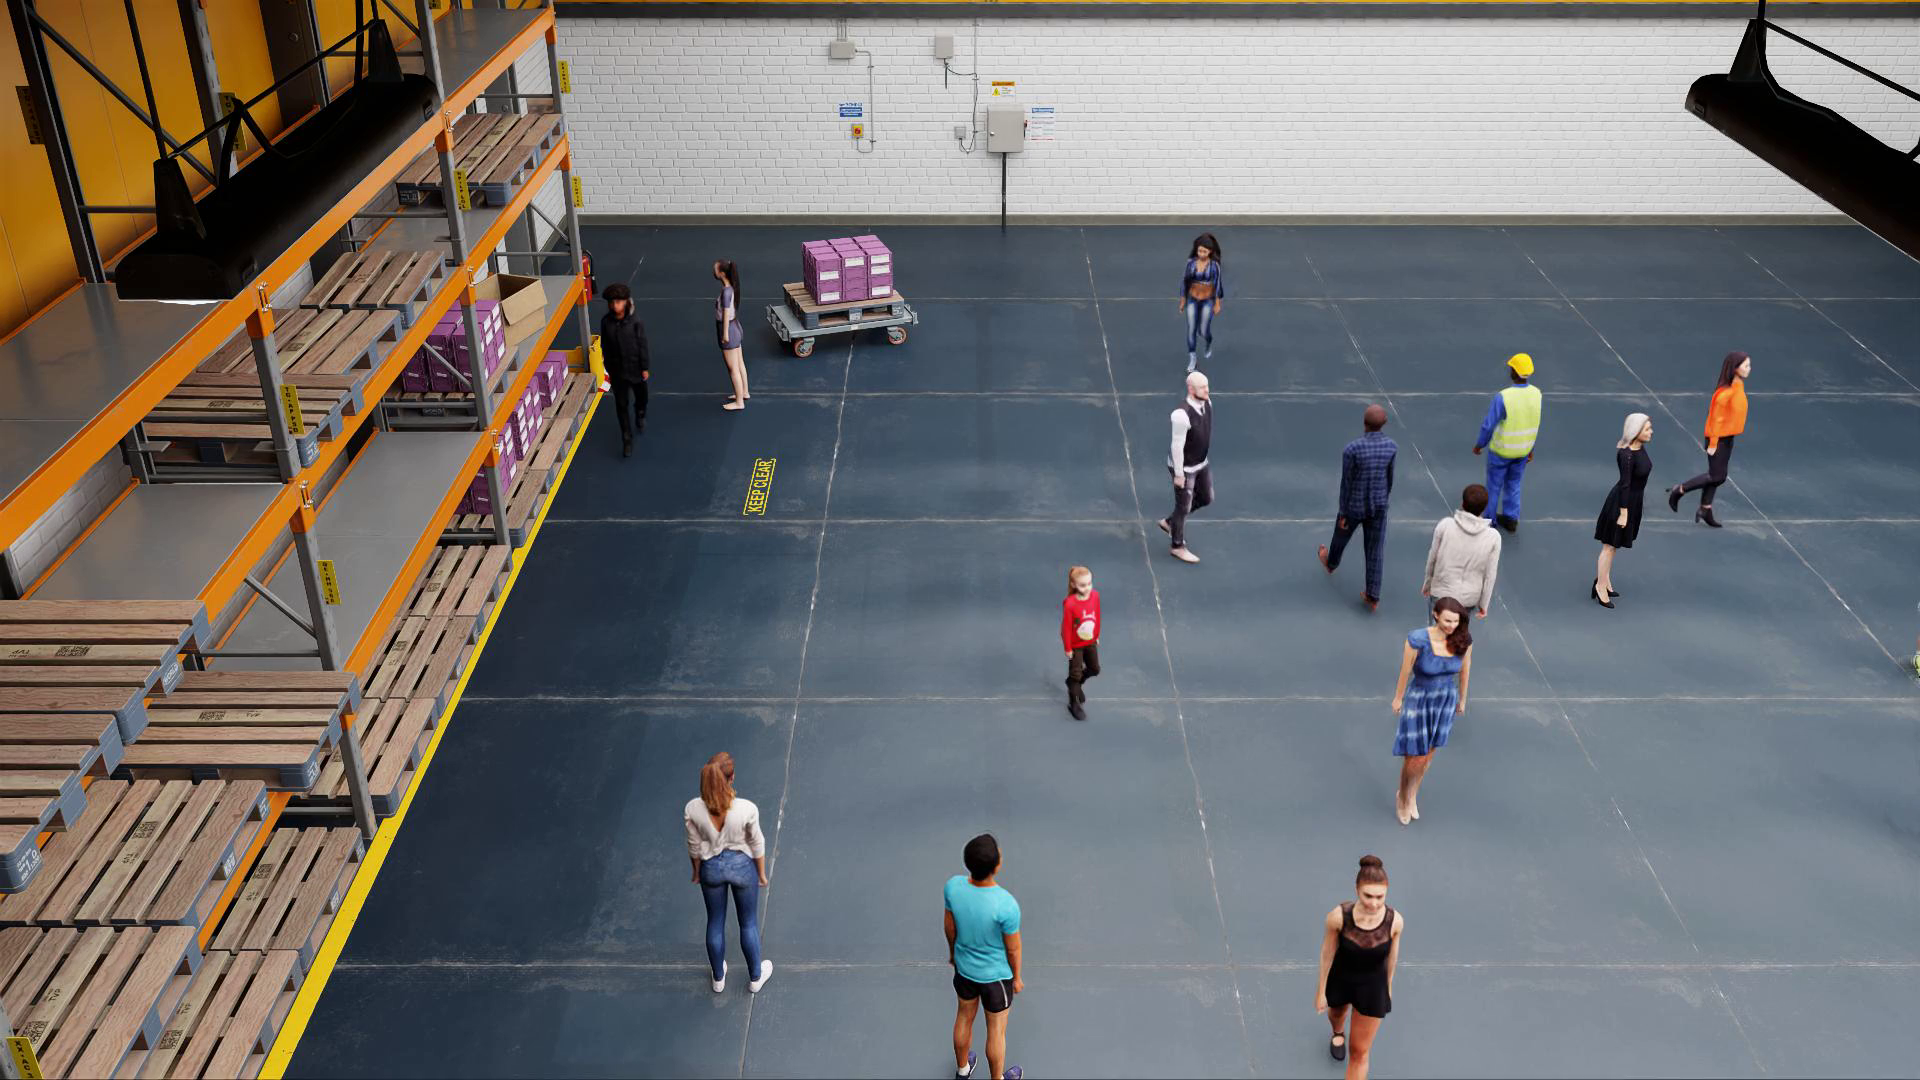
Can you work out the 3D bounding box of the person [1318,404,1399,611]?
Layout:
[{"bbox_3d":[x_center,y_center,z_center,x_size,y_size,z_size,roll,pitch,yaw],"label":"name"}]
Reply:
[{"bbox_3d":[3.467,-0.246,14.055,0.782,1.757,1.217,-5,29,-9],"label":"person"}]

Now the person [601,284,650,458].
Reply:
[{"bbox_3d":[-3.360,-1.775,16.857,0.708,1.758,1.100,-3,29,-6],"label":"person"}]

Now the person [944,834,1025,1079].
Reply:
[{"bbox_3d":[0.124,2.375,9.229,0.689,1.776,0.687,15,32,25],"label":"person"}]

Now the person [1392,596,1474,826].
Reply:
[{"bbox_3d":[3.188,1.144,11.467,0.747,1.794,0.772,-6,29,-11],"label":"person"}]

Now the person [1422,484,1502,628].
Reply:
[{"bbox_3d":[3.763,0.474,12.661,0.776,1.826,1.207,4,29,8],"label":"person"}]

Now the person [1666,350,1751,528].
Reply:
[{"bbox_3d":[6.926,-0.938,15.344,0.916,1.736,0.864,23,36,35],"label":"person"}]

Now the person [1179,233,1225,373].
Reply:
[{"bbox_3d":[2.726,-2.680,18.668,0.786,1.613,0.839,14,32,24],"label":"person"}]

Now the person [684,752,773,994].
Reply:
[{"bbox_3d":[-1.392,1.999,9.977,0.620,1.719,0.524,1,29,3],"label":"person"}]

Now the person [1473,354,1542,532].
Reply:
[{"bbox_3d":[4.949,-0.809,15.034,0.794,1.807,0.815,-6,29,-12],"label":"person"}]

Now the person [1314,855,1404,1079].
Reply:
[{"bbox_3d":[2.199,2.432,9.286,0.731,1.622,1.180,5,29,10],"label":"person"}]

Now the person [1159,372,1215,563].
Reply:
[{"bbox_3d":[1.967,-0.669,14.776,0.922,1.808,0.851,19,34,31],"label":"person"}]

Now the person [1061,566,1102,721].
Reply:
[{"bbox_3d":[0.894,0.753,12.727,0.628,1.273,0.692,-17,33,-28],"label":"person"}]

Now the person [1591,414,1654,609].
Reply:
[{"bbox_3d":[5.624,-0.267,14.103,0.754,1.747,0.660,16,33,27],"label":"person"}]

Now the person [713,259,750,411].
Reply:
[{"bbox_3d":[-2.432,-2.211,17.772,0.659,1.646,0.454,2,29,4],"label":"person"}]
